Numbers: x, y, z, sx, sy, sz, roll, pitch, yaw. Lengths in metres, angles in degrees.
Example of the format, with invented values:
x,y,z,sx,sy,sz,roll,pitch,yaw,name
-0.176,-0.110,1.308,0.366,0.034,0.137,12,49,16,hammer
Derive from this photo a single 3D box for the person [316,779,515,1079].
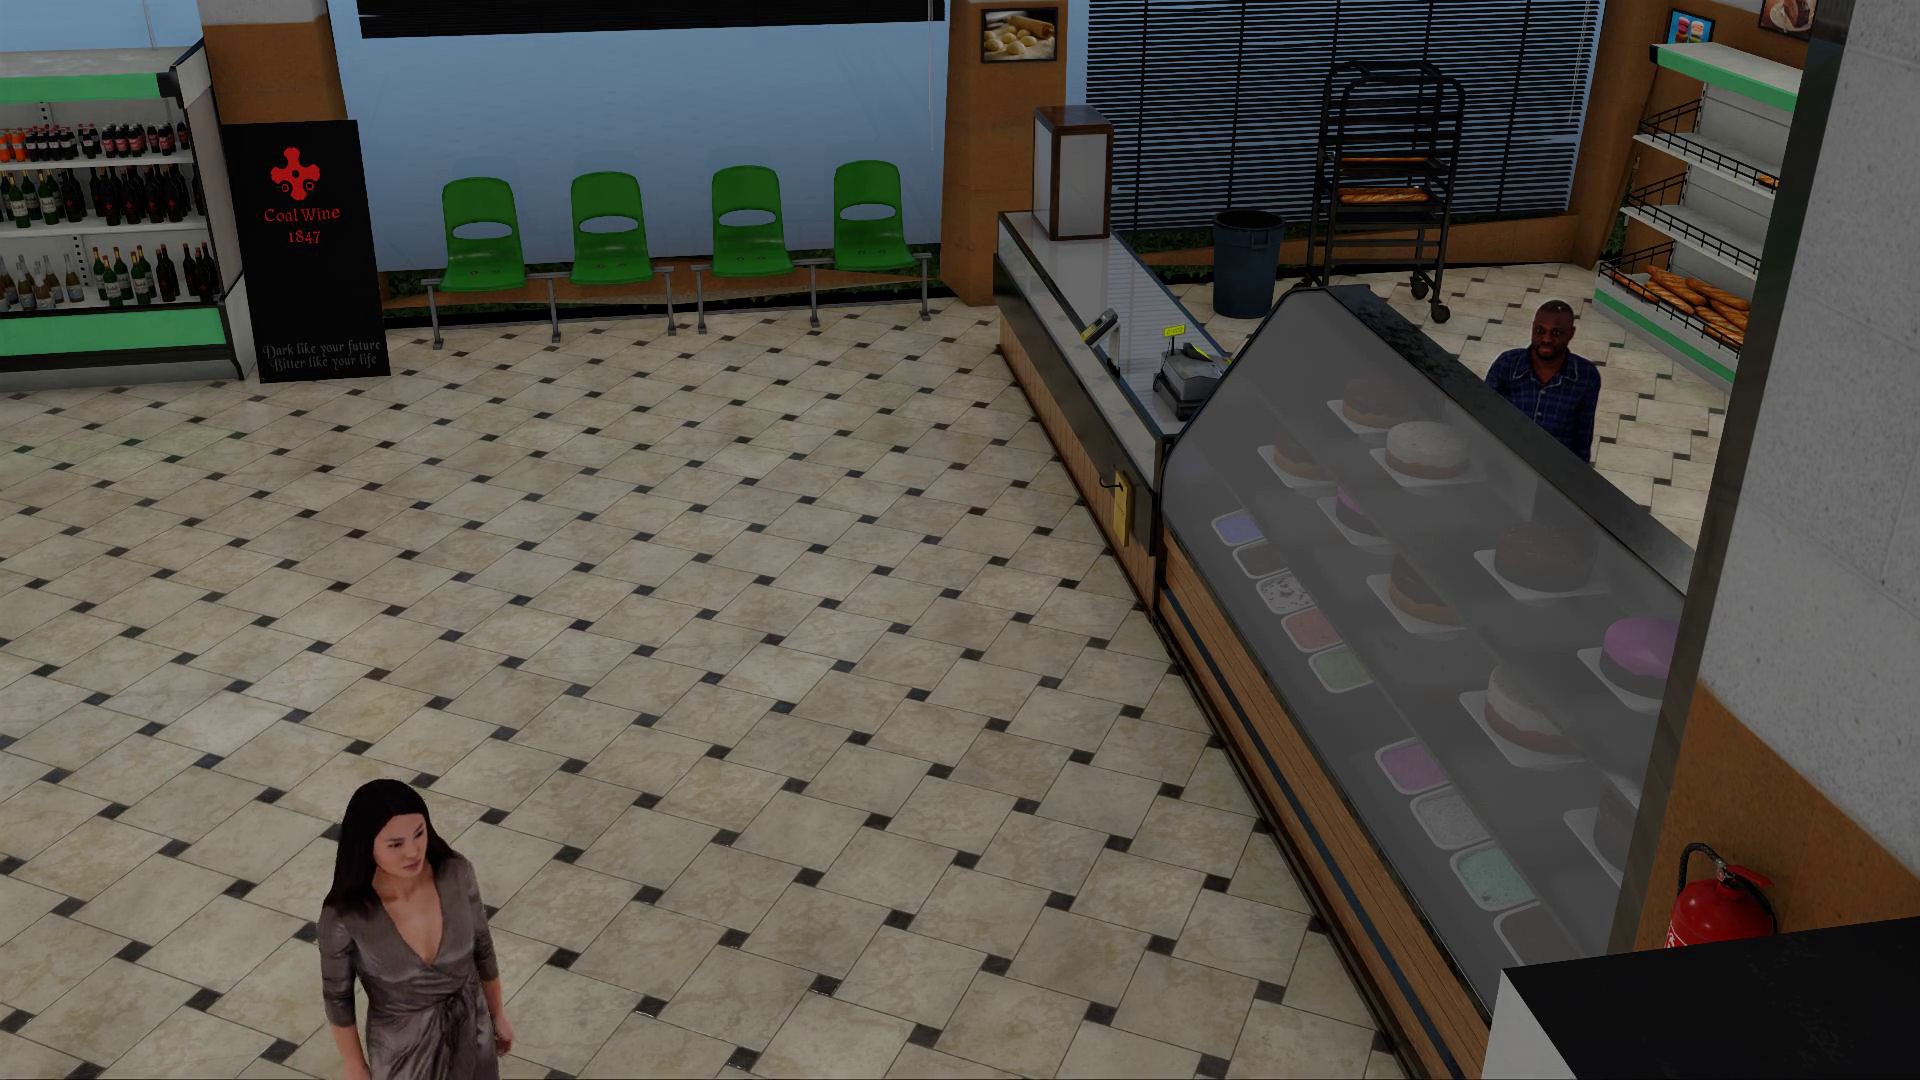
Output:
x,y,z,sx,sy,sz,roll,pitch,yaw,name
-1.481,1.358,4.550,0.889,1.733,0.904,-23,35,-38,person

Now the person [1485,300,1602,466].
x,y,z,sx,sy,sz,roll,pitch,yaw,name
2.580,-0.225,7.572,0.722,1.823,0.837,9,28,18,person
